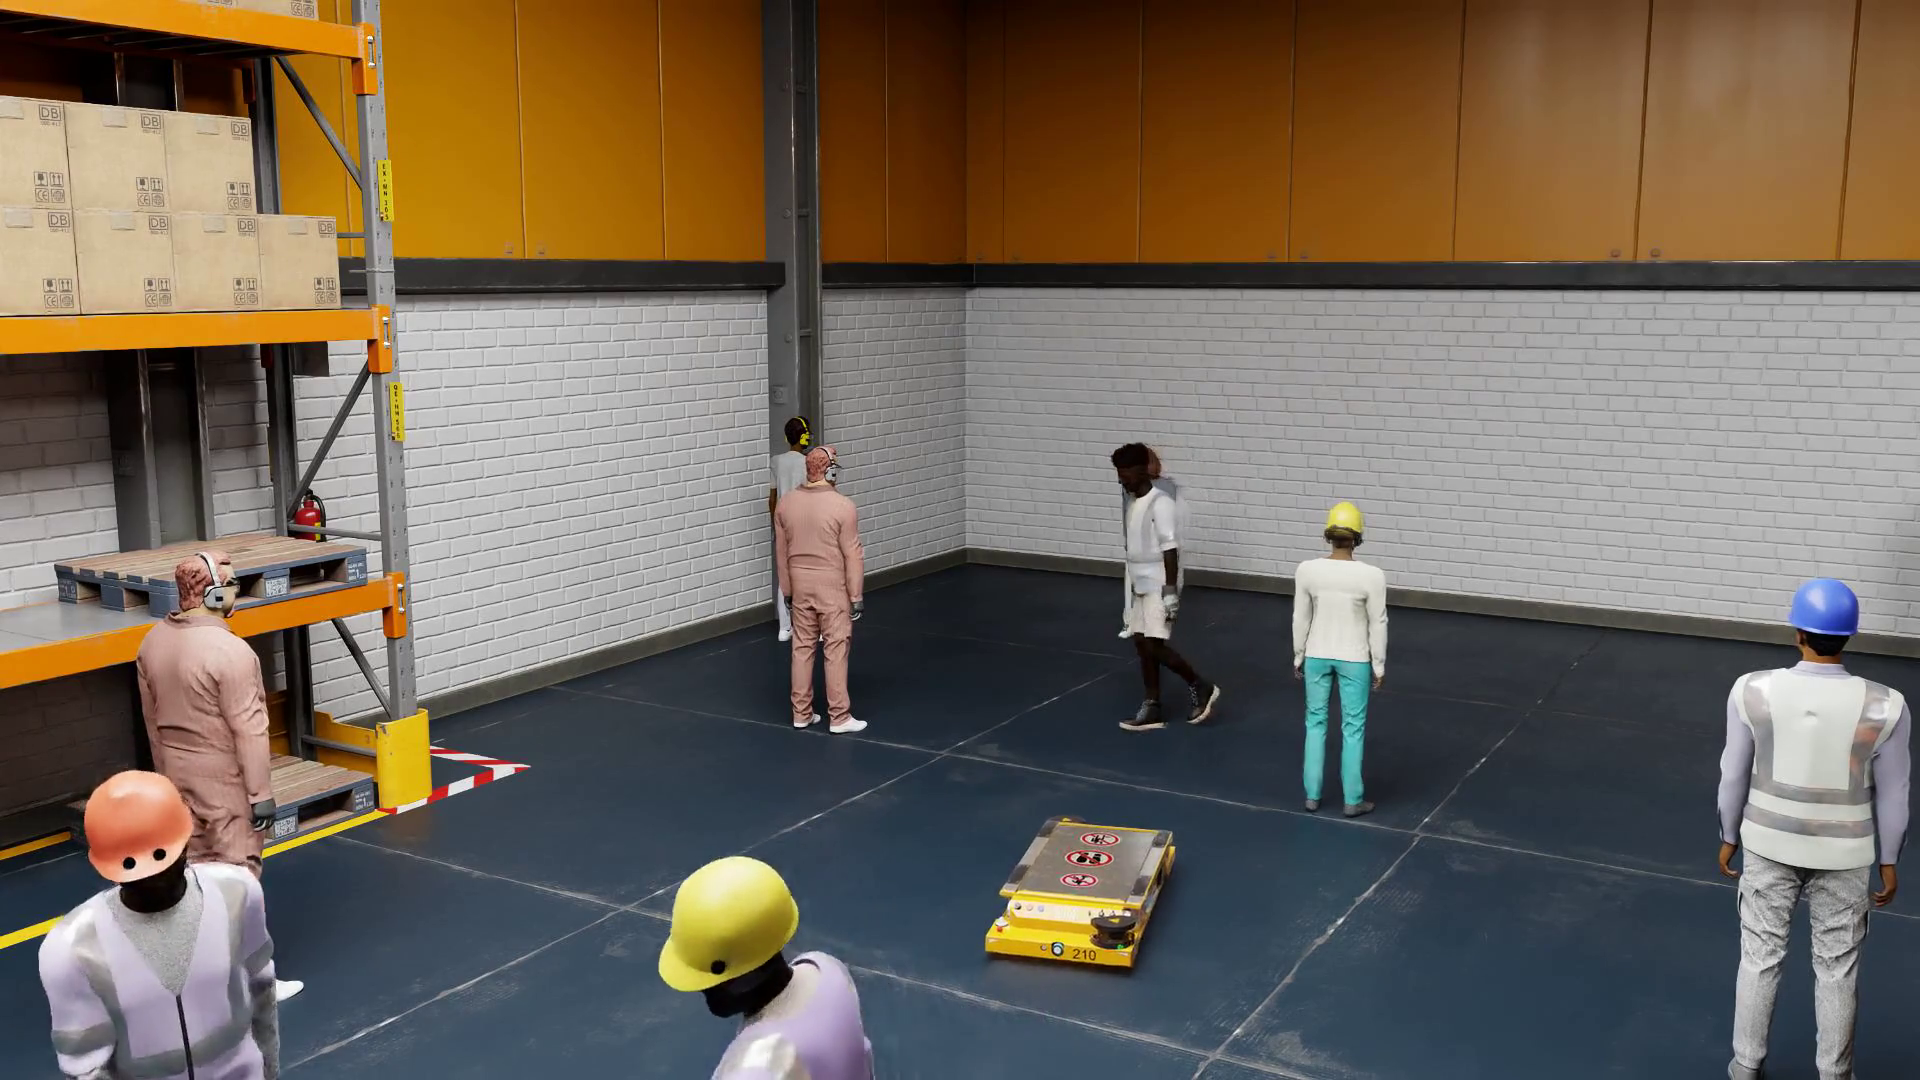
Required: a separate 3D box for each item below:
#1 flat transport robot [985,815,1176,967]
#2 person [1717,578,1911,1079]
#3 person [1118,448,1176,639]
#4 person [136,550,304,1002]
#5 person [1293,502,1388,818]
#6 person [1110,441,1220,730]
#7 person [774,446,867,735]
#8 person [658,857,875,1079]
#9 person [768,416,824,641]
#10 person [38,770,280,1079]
[{"bbox_3d":[0.609,1.635,7.923,0.652,0.197,1.431,2,9,15],"label":"flat transport robot"},{"bbox_3d":[3.072,1.101,6.023,0.614,1.949,0.375,5,10,29],"label":"person"},{"bbox_3d":[1.553,0.027,13.819,0.506,1.600,0.690,4,10,24],"label":"person"},{"bbox_3d":[-3.054,0.987,6.876,0.651,1.907,0.409,5,10,29],"label":"person"},{"bbox_3d":[2.131,0.673,9.333,0.542,1.763,0.375,5,10,28],"label":"person"},{"bbox_3d":[1.318,0.312,11.025,0.663,1.931,0.676,-2,9,-14],"label":"person"},{"bbox_3d":[-0.895,0.331,10.973,0.651,1.907,0.409,5,10,29],"label":"person"},{"bbox_3d":[-0.315,1.533,3.575,0.465,1.876,0.745,3,10,18],"label":"person"},{"bbox_3d":[-1.325,-0.083,13.669,0.531,1.870,0.316,5,10,29],"label":"person"},{"bbox_3d":[-1.992,1.438,4.223,0.563,1.877,0.837,-7,11,-37],"label":"person"}]
